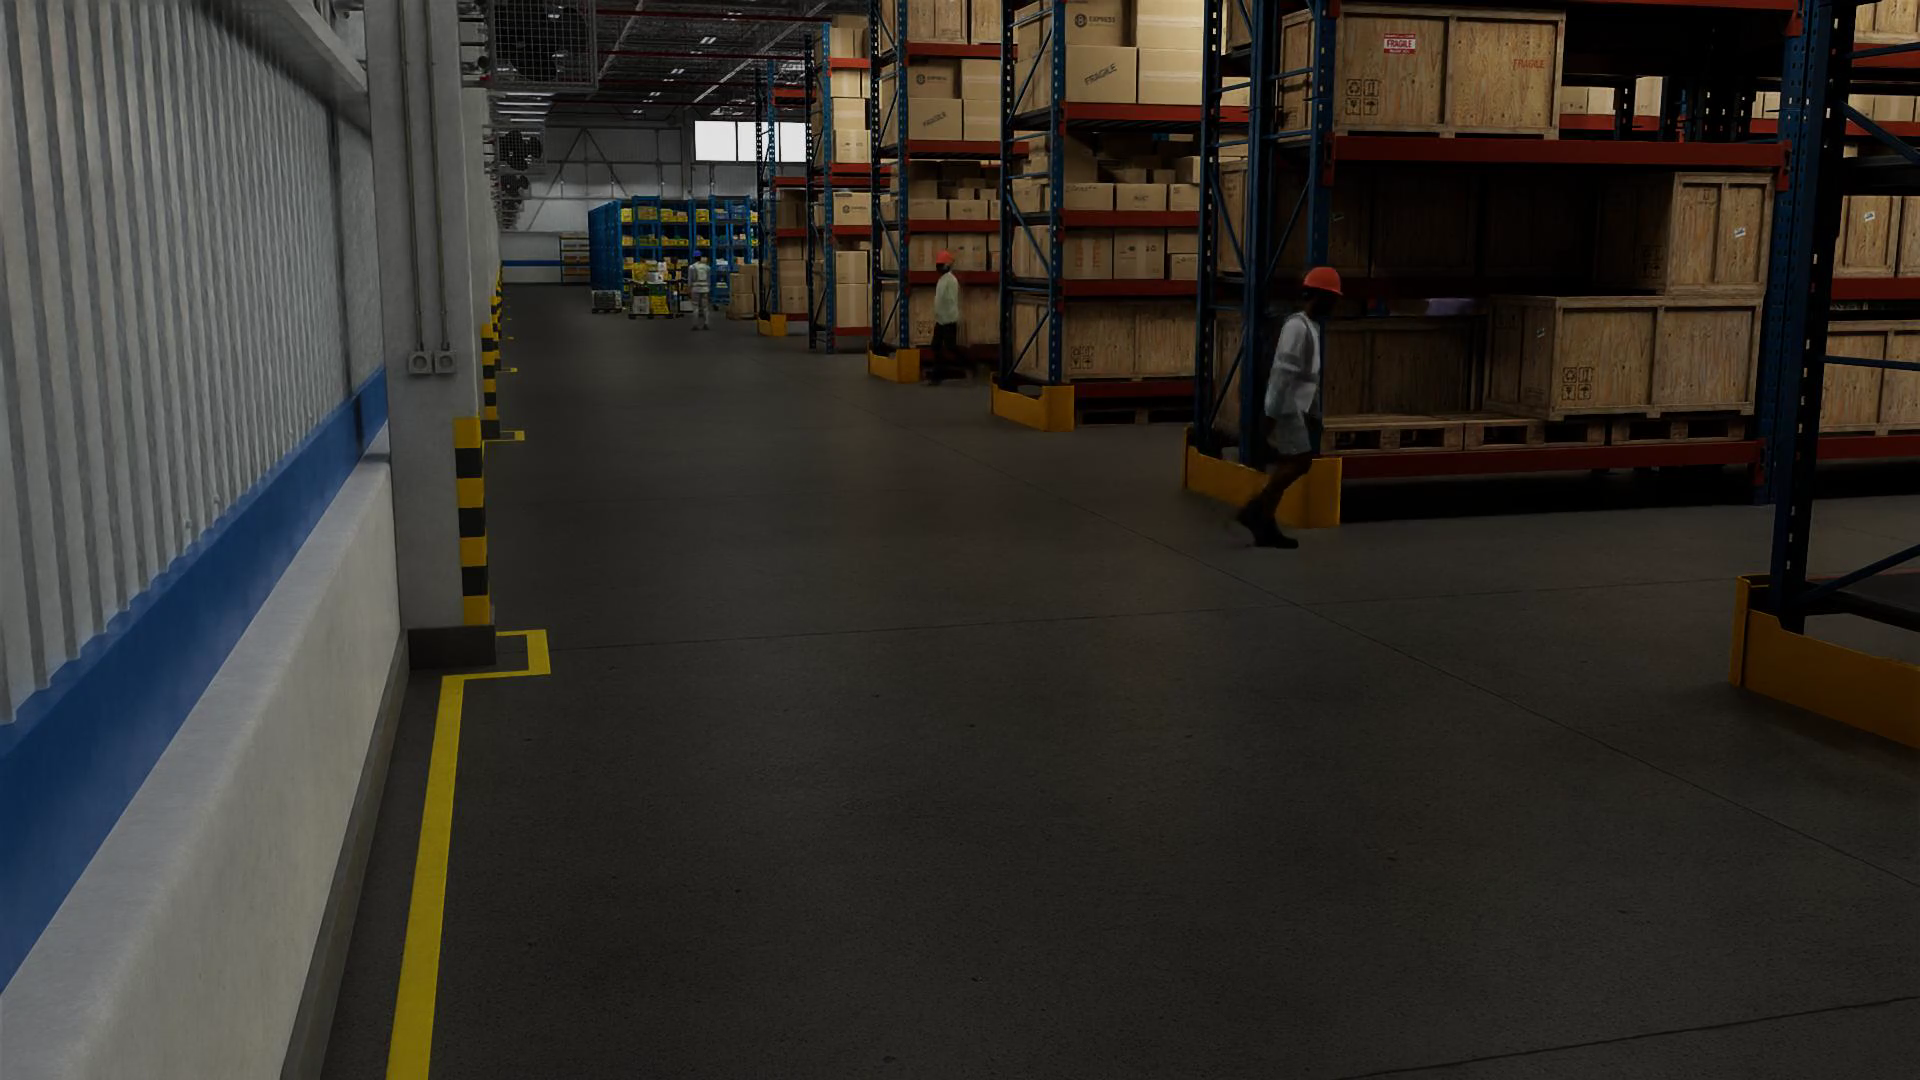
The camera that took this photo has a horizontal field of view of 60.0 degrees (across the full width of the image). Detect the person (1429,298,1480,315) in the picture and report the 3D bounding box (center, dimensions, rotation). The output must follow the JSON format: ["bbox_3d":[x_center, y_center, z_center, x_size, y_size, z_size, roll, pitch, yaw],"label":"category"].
[{"bbox_3d":[4.882,-1.839,16.502,0.483,1.920,0.633,-4,11,-19],"label":"person"}]

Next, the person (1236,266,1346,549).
[{"bbox_3d":[2.264,-0.882,11.160,0.588,1.887,0.596,3,10,16],"label":"person"}]

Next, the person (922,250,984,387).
[{"bbox_3d":[-0.114,-3.178,23.952,0.842,1.971,0.626,-4,11,-21],"label":"person"}]

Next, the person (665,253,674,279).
[{"bbox_3d":[-10.881,-9.924,62.647,0.977,1.799,0.582,-4,11,-20],"label":"person"}]

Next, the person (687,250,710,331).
[{"bbox_3d":[-6.277,-5.988,39.945,0.610,1.943,0.415,-9,13,-42],"label":"person"}]

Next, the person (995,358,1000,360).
[{"bbox_3d":[0.339,-3.946,28.800,1.026,1.788,0.651,-6,11,-29],"label":"person"}]
